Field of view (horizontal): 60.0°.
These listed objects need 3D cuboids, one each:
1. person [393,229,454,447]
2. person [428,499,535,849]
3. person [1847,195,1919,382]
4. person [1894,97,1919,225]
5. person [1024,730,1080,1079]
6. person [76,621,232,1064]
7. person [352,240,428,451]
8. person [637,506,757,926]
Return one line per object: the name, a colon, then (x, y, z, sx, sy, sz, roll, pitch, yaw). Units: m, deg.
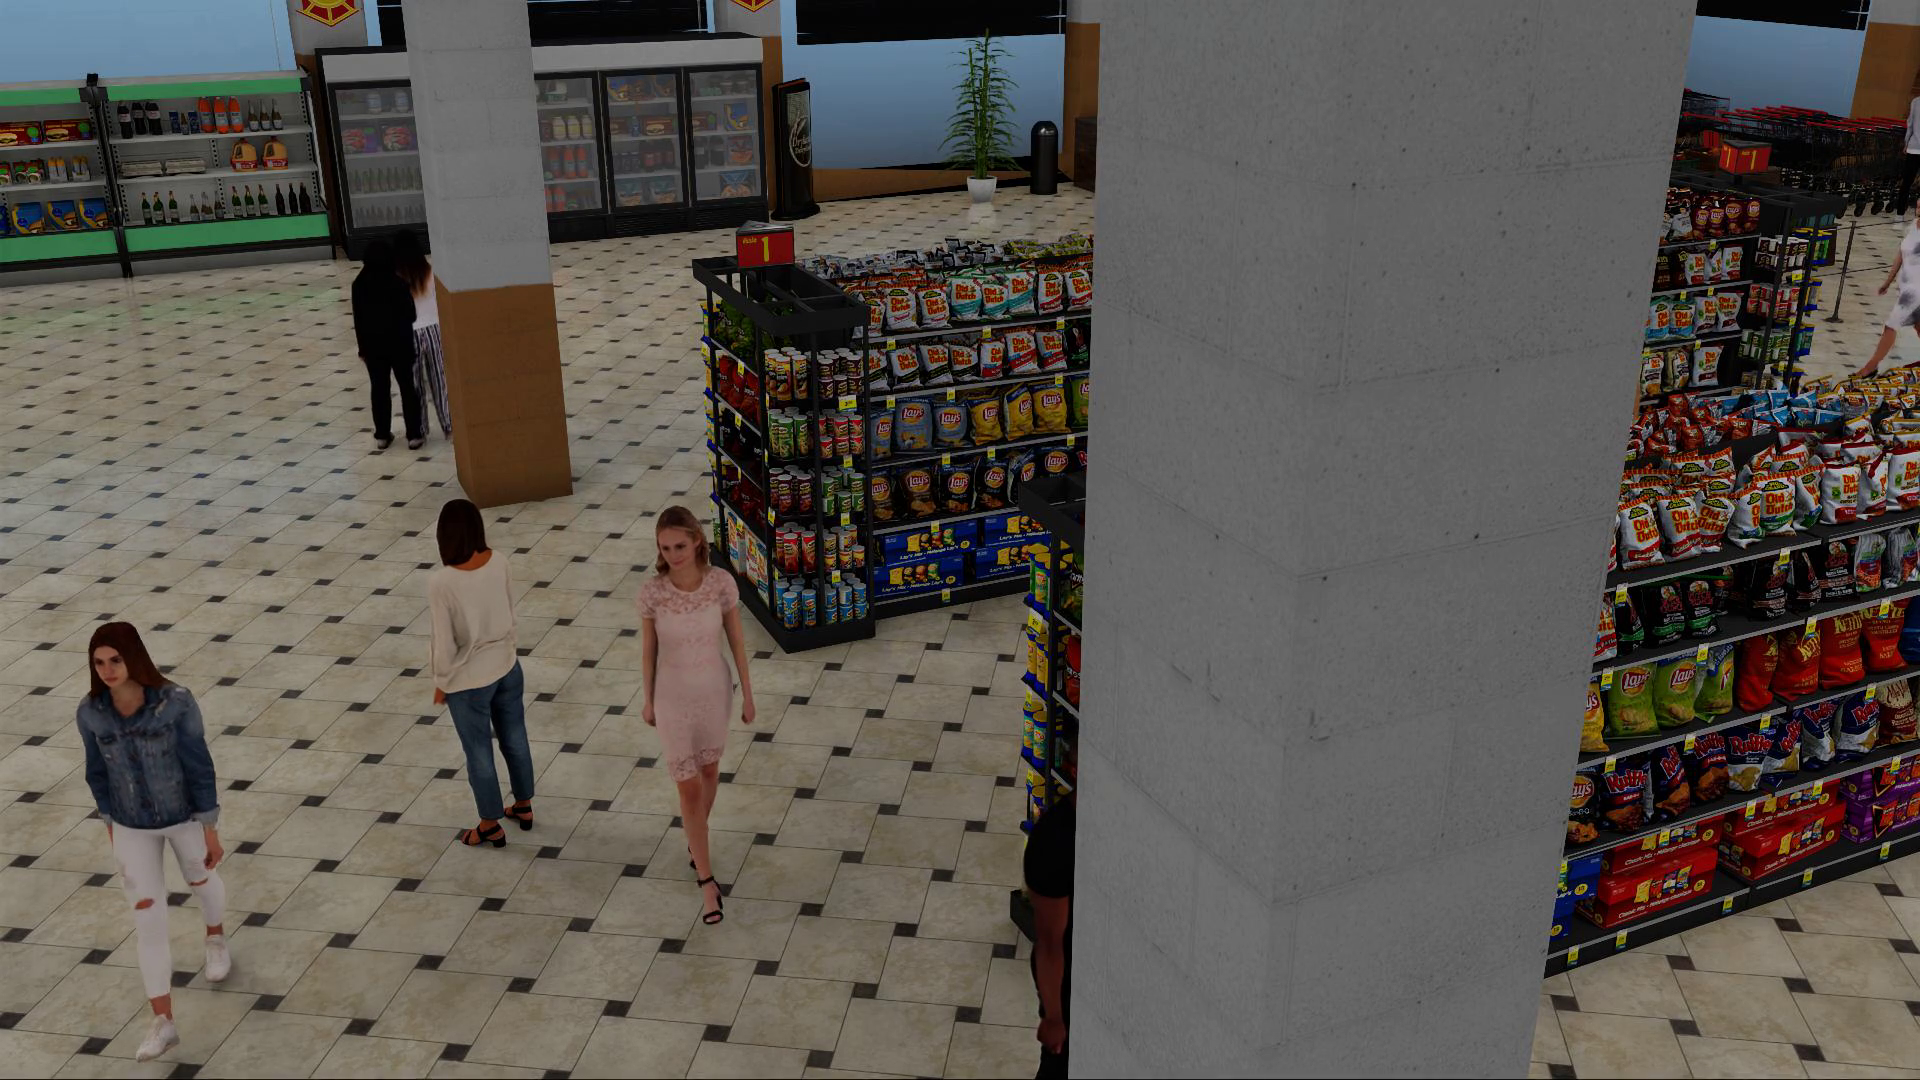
person: (-4.195, -1.573, 12.887, 0.569, 1.679, 0.747, -12, 25, -26)
person: (-2.146, 0.600, 7.474, 0.760, 1.683, 0.645, 15, 27, 33)
person: (8.291, -2.161, 14.311, 1.160, 1.708, 0.908, 1, 22, 2)
person: (12.173, -4.958, 20.974, 0.765, 1.931, 0.747, 18, 28, 38)
person: (0.397, 1.393, 5.318, 0.797, 1.818, 0.638, 18, 28, 37)
person: (-3.022, 1.057, 6.374, 1.083, 1.654, 0.855, -5, 22, -11)
person: (-4.377, -1.487, 12.763, 0.695, 1.611, 0.792, 0, 22, -1)
person: (-1.154, 0.667, 7.163, 0.929, 1.789, 0.750, -7, 23, -17)
